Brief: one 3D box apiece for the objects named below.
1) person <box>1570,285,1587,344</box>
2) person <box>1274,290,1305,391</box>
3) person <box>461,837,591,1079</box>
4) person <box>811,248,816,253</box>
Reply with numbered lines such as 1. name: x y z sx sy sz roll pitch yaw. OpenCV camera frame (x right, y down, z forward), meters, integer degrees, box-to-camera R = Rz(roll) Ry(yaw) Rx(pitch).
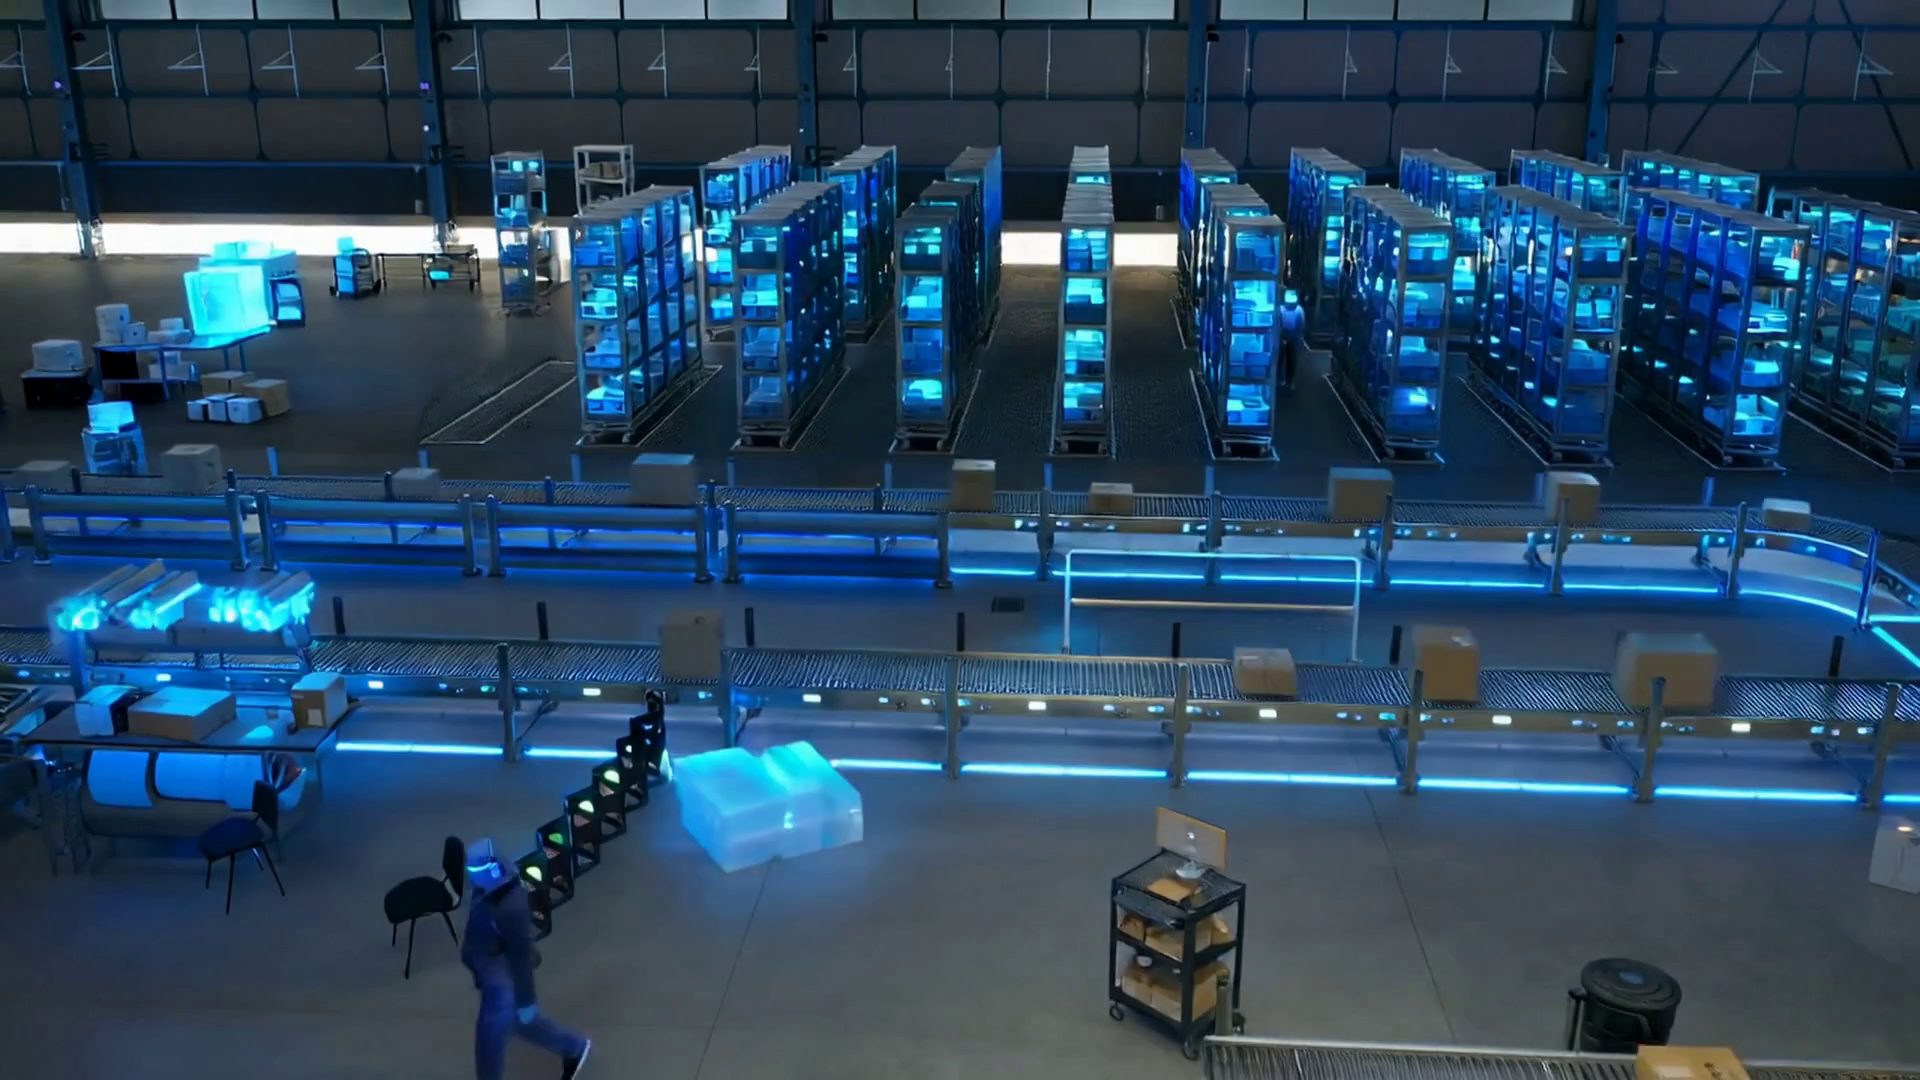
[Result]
1. person: 11.113 -3.716 30.186 0.632 1.937 0.889 1 18 2
2. person: 5.963 -3.668 30.281 0.591 1.794 0.915 1 18 3
3. person: -2.735 2.638 10.124 0.868 1.881 0.646 -8 19 -23
4. person: -3.489 -6.715 39.858 0.389 1.839 0.563 -2 18 -5
